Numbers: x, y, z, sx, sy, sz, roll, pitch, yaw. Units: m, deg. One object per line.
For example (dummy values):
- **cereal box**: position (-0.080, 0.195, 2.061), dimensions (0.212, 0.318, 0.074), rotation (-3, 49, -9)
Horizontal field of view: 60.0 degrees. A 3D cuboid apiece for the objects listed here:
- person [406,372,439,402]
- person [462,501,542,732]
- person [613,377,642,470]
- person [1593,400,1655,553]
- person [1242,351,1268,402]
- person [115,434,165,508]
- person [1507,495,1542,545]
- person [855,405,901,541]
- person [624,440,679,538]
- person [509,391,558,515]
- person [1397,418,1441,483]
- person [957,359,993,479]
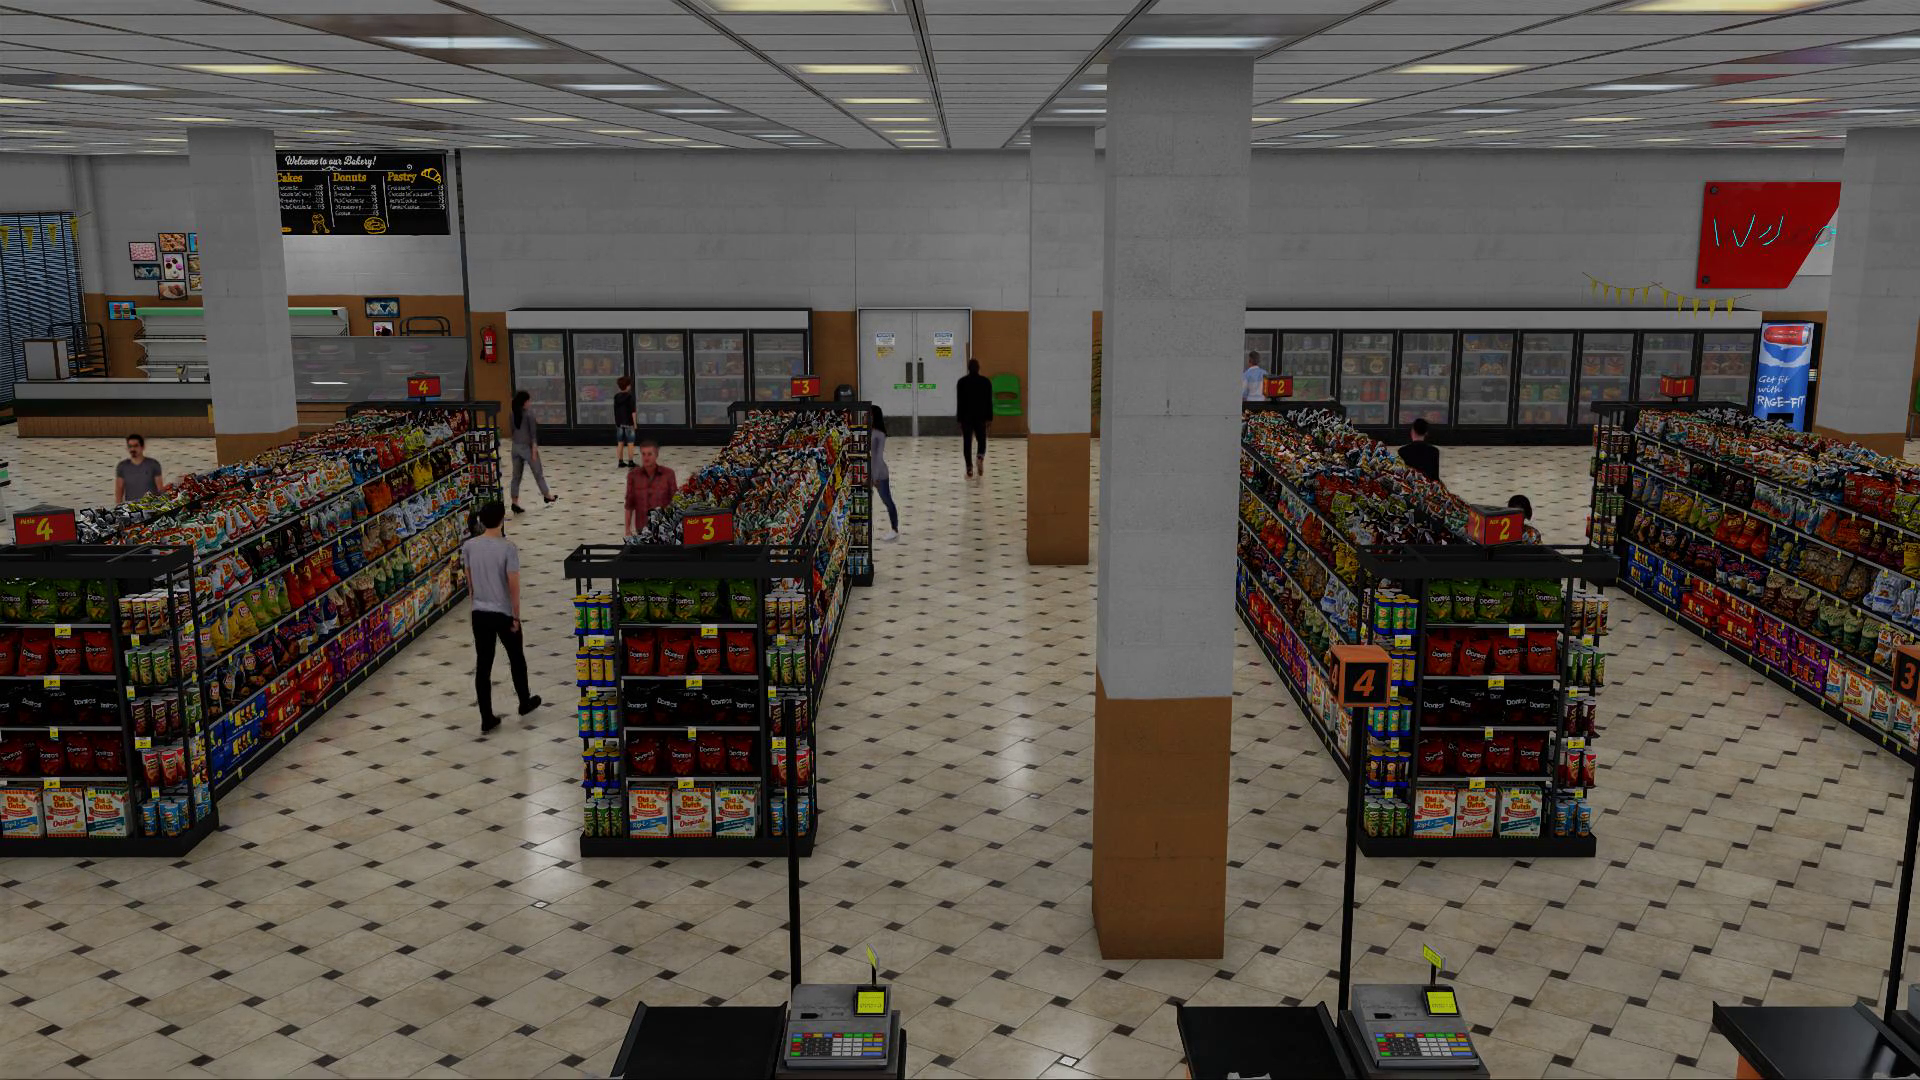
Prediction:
- **person**: position (-7.588, -1.484, 23.524), dimensions (0.657, 1.820, 0.581), rotation (1, 12, 4)
- **person**: position (-3.797, 0.639, 13.398), dimensions (0.787, 1.840, 1.028), rotation (2, 12, 9)
- **person**: position (-5.263, -1.846, 26.152), dimensions (0.607, 1.446, 0.614), rotation (5, 13, 23)
- **person**: position (7.900, -0.665, 19.463), dimensions (0.889, 1.892, 1.252), rotation (2, 12, 11)
- **person**: position (4.633, -2.075, 26.317), dimensions (0.769, 1.826, 0.742), rotation (-6, 13, -27)
- **person**: position (-8.876, -0.282, 18.096), dimensions (0.846, 1.706, 1.214), rotation (-3, 12, -15)
- **person**: position (4.840, 0.452, 14.585), dimensions (0.660, 1.716, 0.680), rotation (5, 13, 23)
- **person**: position (-0.959, -0.793, 20.552), dimensions (1.131, 1.693, 1.141), rotation (-9, 15, -38)
- **person**: position (-3.150, -0.141, 17.199), dimensions (0.700, 1.799, 0.993), rotation (0, 12, 0)
- **person**: position (-5.918, -1.141, 22.343), dimensions (0.934, 1.636, 1.156), rotation (6, 13, 26)
- **person**: position (5.056, -0.395, 18.438), dimensions (0.821, 1.786, 1.264), rotation (-2, 12, -11)
- **person**: position (0.208, -1.811, 25.121), dimensions (0.686, 1.803, 0.921), rotation (0, 12, -1)
